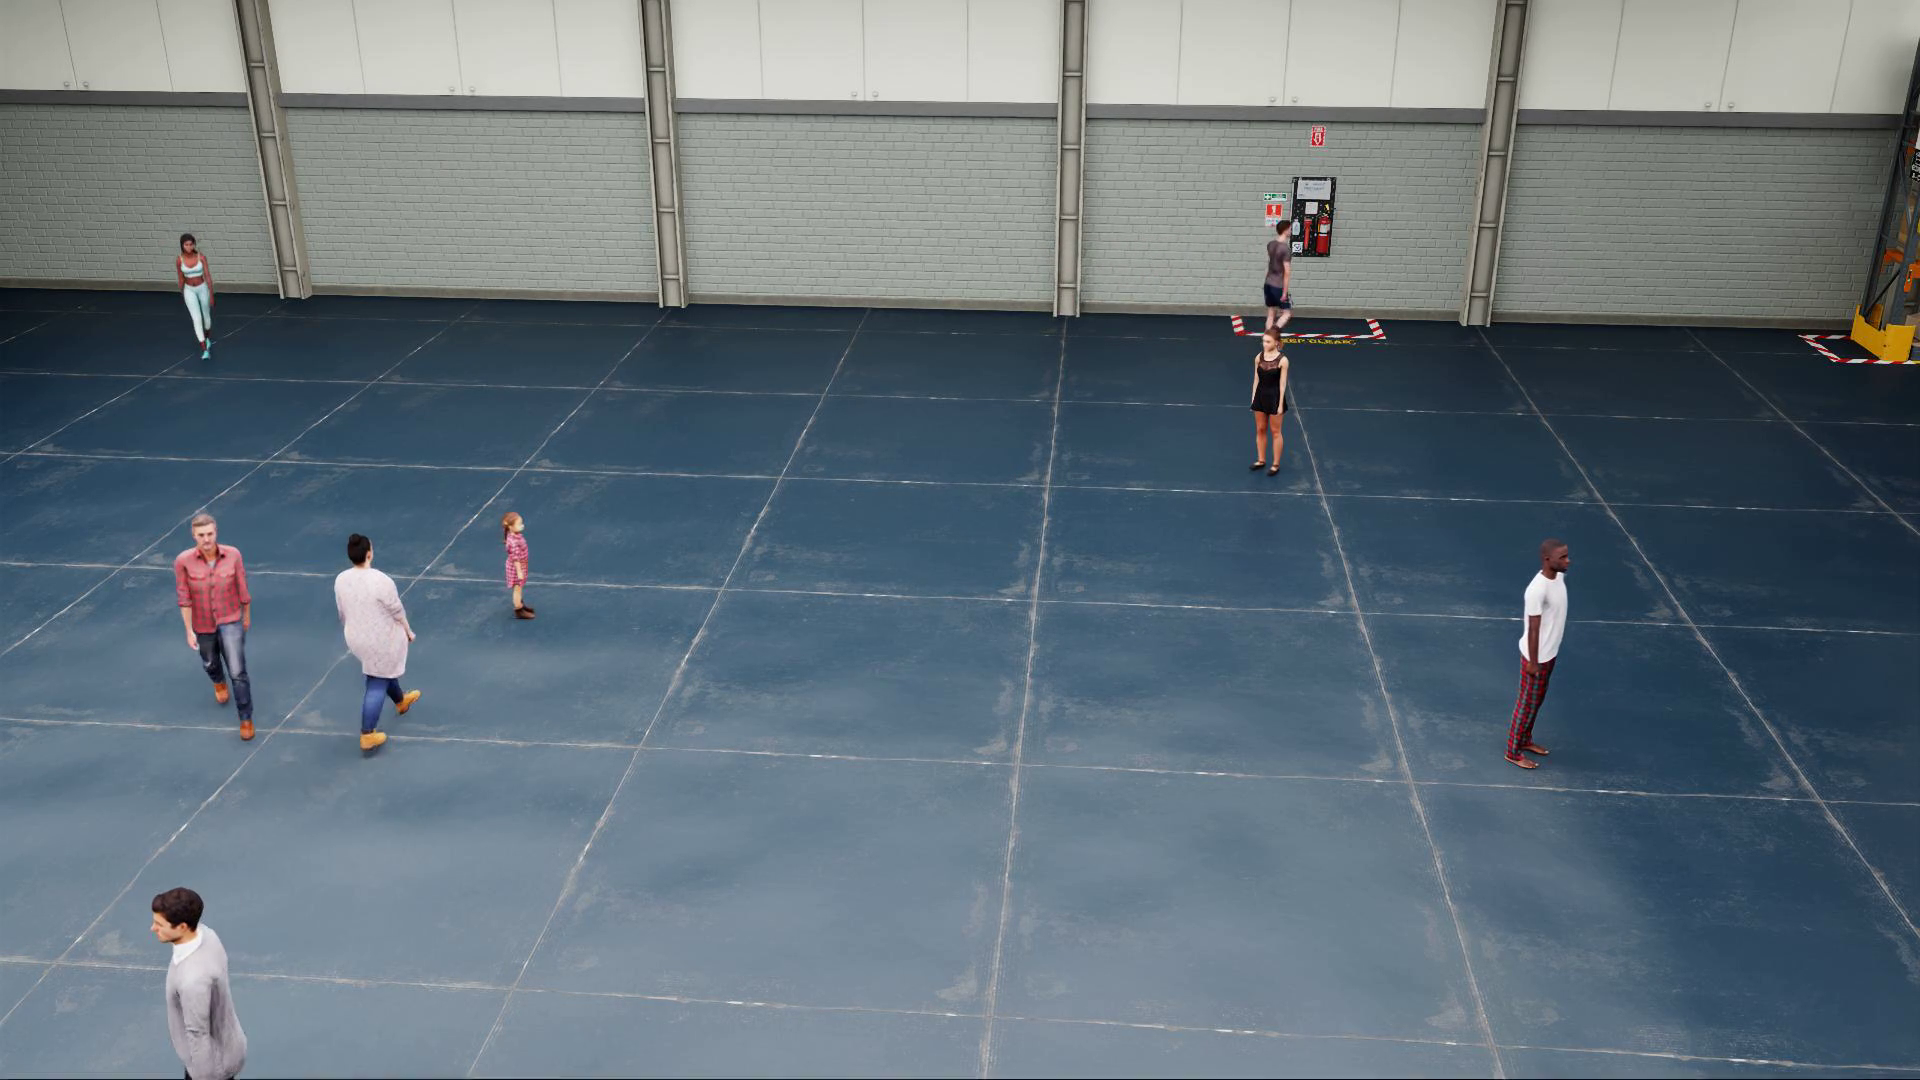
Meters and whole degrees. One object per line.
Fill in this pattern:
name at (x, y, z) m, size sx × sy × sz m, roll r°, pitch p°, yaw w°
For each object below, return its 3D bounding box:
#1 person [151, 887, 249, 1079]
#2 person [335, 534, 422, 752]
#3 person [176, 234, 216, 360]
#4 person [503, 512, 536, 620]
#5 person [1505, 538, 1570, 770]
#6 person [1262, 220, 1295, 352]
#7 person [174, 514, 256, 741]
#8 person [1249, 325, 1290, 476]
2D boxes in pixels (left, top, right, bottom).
person at (-3.726, 2.581, 8.485) m, size 1.036 × 1.908 × 0.964 m, roll -11°, pitch 25°, yaw -25°
person at (-4.594, 0.808, 12.919) m, size 1.126 × 1.700 × 0.963 m, roll 9°, pitch 25°, yaw 21°
person at (-10.407, -3.341, 22.713) m, size 1.169 × 1.672 × 1.020 m, roll -10°, pitch 25°, yaw -22°
person at (-4.041, 0.221, 15.166) m, size 0.504 × 1.022 × 0.480 m, roll -6°, pitch 24°, yaw -13°
person at (4.408, 0.839, 12.674) m, size 0.723 × 1.836 × 0.735 m, roll 16°, pitch 28°, yaw 32°
person at (4.261, -3.438, 22.726) m, size 0.873 × 1.841 × 0.814 m, roll -13°, pitch 26°, yaw -27°
person at (-5.919, 0.632, 13.218) m, size 1.272 × 1.791 × 1.131 m, roll -10°, pitch 25°, yaw -21°
person at (3.459, -1.569, 18.535) m, size 0.672 × 1.681 × 0.752 m, roll 19°, pitch 30°, yaw 38°
